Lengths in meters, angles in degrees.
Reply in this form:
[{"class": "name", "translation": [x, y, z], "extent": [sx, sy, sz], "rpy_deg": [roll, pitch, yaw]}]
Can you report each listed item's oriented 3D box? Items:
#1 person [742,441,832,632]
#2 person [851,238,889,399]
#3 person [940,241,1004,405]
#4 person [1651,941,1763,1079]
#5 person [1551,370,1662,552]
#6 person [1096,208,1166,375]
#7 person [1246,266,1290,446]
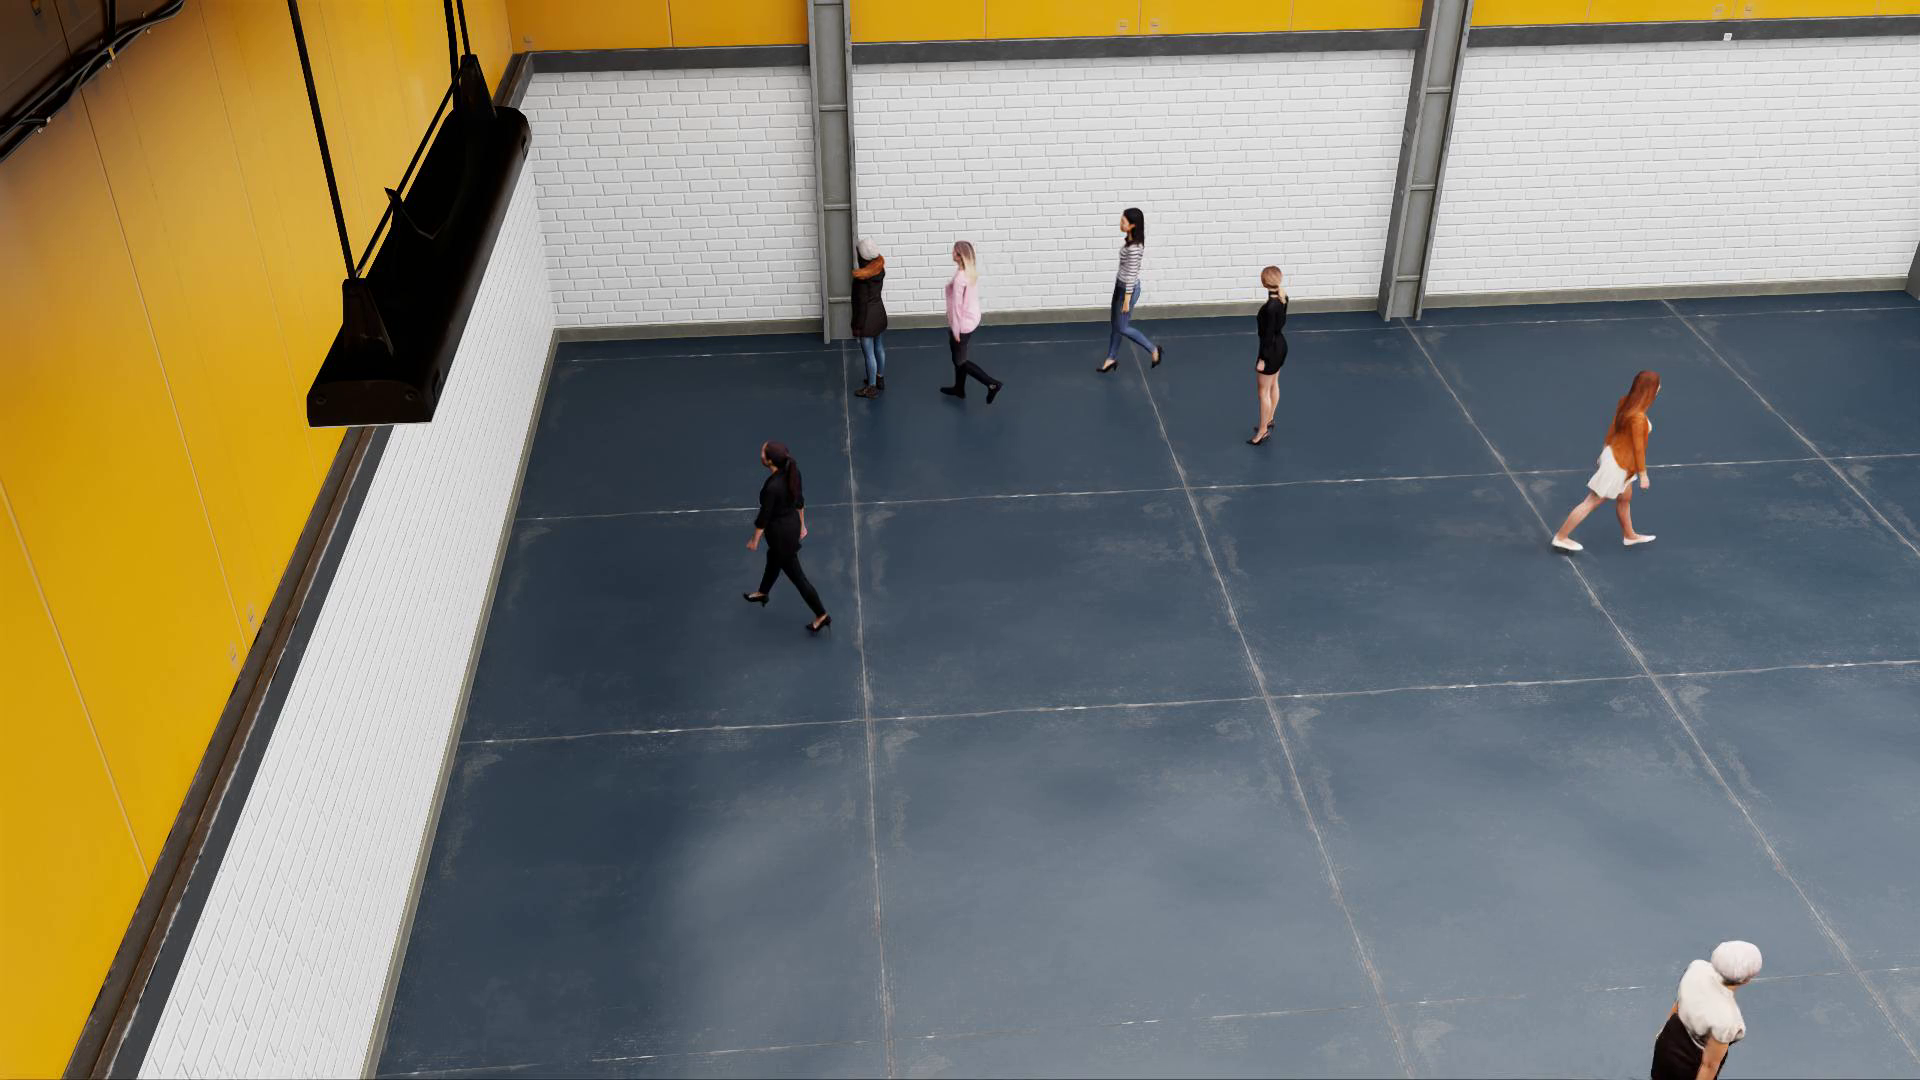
[{"class": "person", "translation": [-1.286, 0.022, 12.811], "extent": [1.165, 1.611, 0.918], "rpy_deg": [12, 36, 18]}, {"class": "person", "translation": [-0.871, -2.154, 16.065], "extent": [0.763, 1.633, 0.739], "rpy_deg": [14, 36, 20]}, {"class": "person", "translation": [0.113, -2.048, 15.872], "extent": [1.020, 1.671, 0.854], "rpy_deg": [13, 36, 19]}, {"class": "person", "translation": [3.684, 2.726, 8.641], "extent": [0.867, 1.725, 0.628], "rpy_deg": [1, 34, 1]}, {"class": "person", "translation": [5.317, -0.599, 13.688], "extent": [1.154, 1.675, 0.797], "rpy_deg": [5, 34, 8]}, {"class": "person", "translation": [1.705, -2.400, 16.306], "extent": [0.950, 1.777, 0.697], "rpy_deg": [2, 34, 3]}, {"class": "person", "translation": [2.837, -1.696, 15.254], "extent": [0.675, 1.768, 0.651], "rpy_deg": [15, 37, 22]}]
